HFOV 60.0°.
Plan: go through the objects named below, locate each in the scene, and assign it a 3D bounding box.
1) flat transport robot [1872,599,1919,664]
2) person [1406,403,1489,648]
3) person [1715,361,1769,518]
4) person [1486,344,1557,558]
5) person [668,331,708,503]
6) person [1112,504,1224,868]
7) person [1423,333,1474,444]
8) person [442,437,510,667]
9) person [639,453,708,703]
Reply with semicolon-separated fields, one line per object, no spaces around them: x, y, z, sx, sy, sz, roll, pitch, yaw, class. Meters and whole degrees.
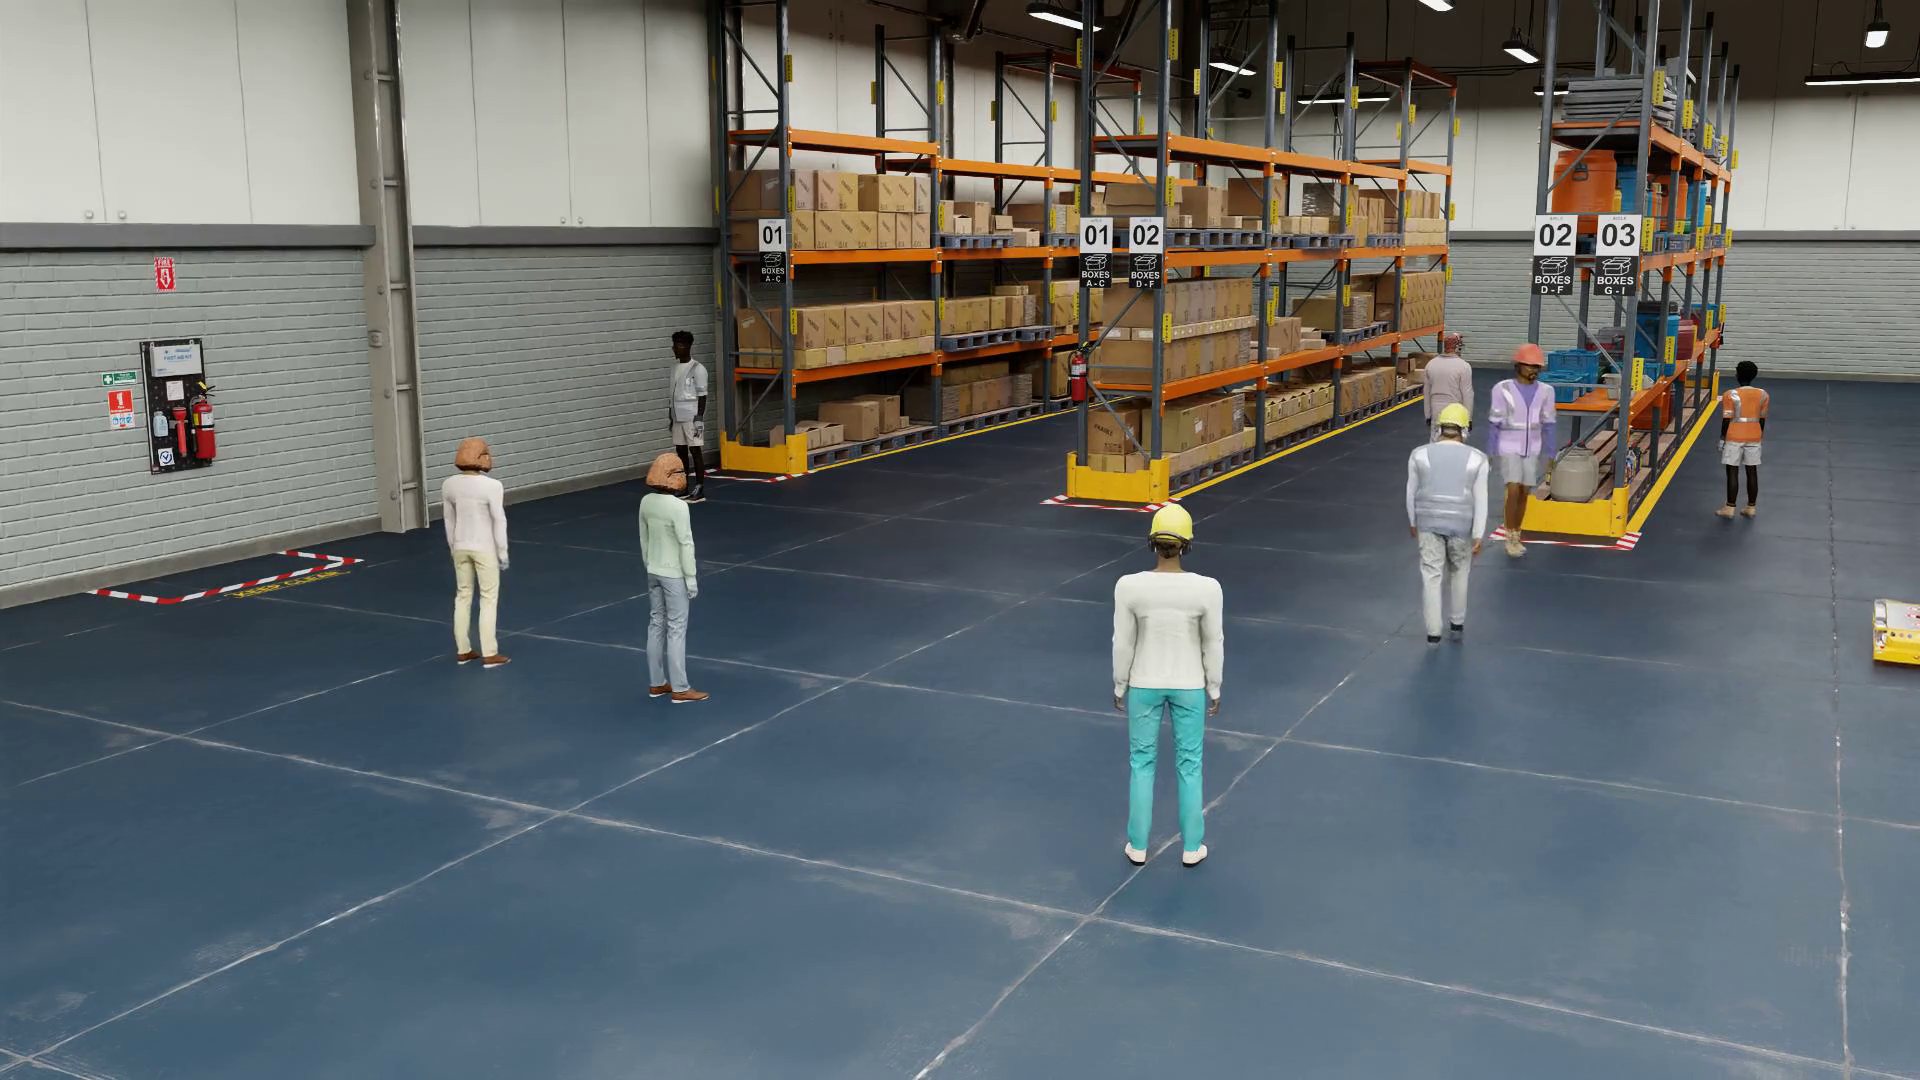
7.090;0.676;12.228;0.652;0.197;1.431;6;12;28;flat transport robot
3.644;-0.127;12.472;0.589;1.790;0.863;3;11;18;person
8.408;-1.076;17.895;0.537;1.695;0.321;-2;11;-8;person
5.332;-0.827;15.656;0.639;2.016;0.753;-1;10;-6;person
-3.125;-1.406;18.960;0.607;1.966;0.367;9;14;41;person
0.996;0.703;8.005;0.533;1.768;0.311;1;10;8;person
5.711;-1.452;19.370;0.407;1.906;0.653;-7;13;-35;person
-3.414;0.085;11.755;0.508;1.631;0.292;4;11;20;person
-1.891;0.244;10.867;0.499;1.634;0.279;10;14;43;person
